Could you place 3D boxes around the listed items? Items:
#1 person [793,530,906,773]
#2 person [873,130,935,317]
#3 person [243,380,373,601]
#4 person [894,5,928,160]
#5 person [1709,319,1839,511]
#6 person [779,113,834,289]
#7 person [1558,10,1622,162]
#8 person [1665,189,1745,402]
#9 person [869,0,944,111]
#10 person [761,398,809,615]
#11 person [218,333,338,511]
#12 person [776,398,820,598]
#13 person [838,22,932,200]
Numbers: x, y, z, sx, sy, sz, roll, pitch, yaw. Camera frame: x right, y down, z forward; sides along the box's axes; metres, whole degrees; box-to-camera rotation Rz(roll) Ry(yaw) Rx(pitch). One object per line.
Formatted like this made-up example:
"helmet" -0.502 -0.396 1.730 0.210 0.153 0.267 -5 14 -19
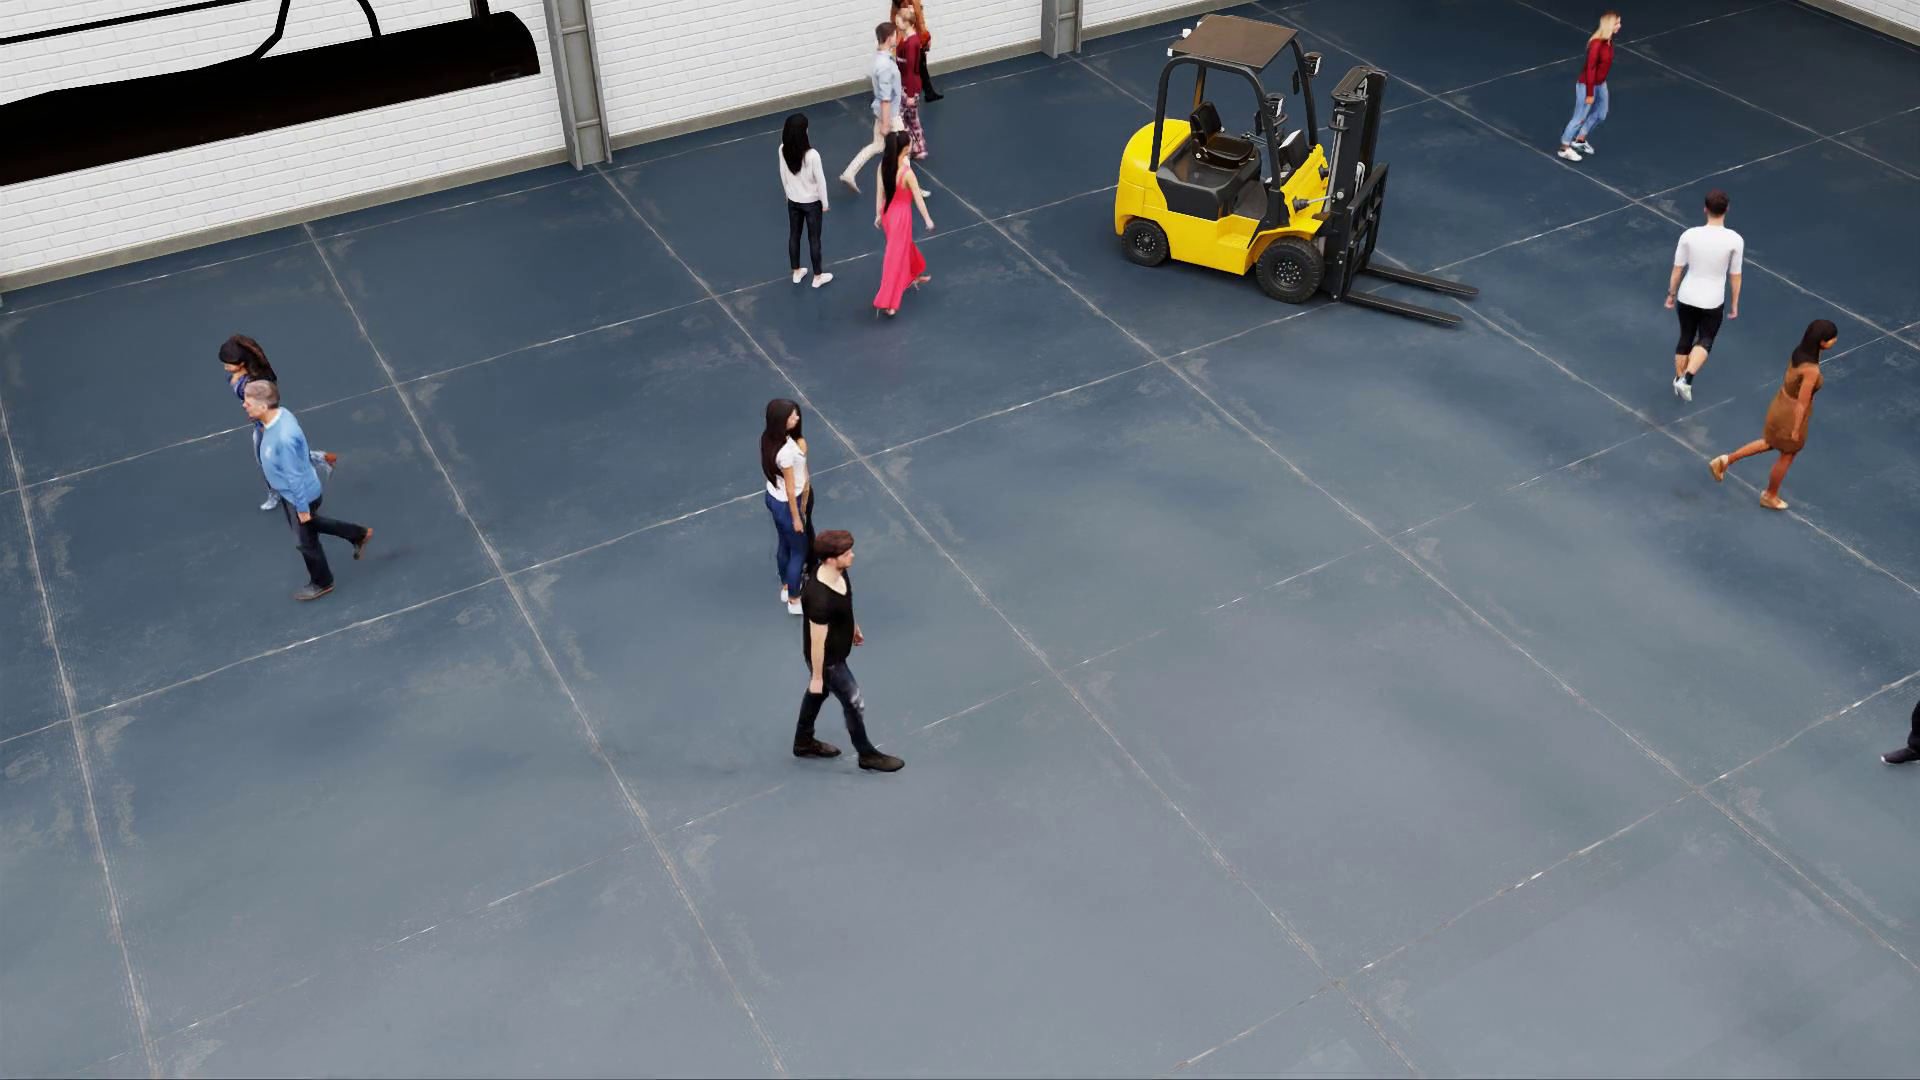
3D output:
"person" -0.912 0.712 10.380 1.128 1.866 1.011 2 39 3
"person" -0.624 -2.793 14.912 1.127 1.688 0.803 -30 48 -32
"person" -4.624 -0.393 11.816 0.921 1.800 0.707 -25 45 -28
"person" -0.451 -4.735 17.339 0.801 1.693 0.776 -1 39 -1
"person" 6.197 -0.938 12.602 0.952 1.672 0.882 9 39 11
"person" -1.444 -3.138 15.334 0.712 1.701 0.738 17 42 20
"person" 6.552 -4.776 17.449 0.768 1.619 0.665 25 45 28
"person" 6.105 -1.961 13.761 0.963 1.823 1.027 24 44 27
"person" -0.646 -5.469 18.274 1.197 1.674 0.716 -22 43 -25
"person" -1.232 -0.235 11.641 0.567 1.772 0.668 -18 42 -21
"person" -5.203 -0.914 12.626 0.864 1.603 0.640 -16 41 -19
"person" -1.163 -0.317 11.847 0.511 1.643 0.564 -17 42 -20
"person" -0.829 -4.264 16.652 1.241 1.816 0.909 -5 39 -6
